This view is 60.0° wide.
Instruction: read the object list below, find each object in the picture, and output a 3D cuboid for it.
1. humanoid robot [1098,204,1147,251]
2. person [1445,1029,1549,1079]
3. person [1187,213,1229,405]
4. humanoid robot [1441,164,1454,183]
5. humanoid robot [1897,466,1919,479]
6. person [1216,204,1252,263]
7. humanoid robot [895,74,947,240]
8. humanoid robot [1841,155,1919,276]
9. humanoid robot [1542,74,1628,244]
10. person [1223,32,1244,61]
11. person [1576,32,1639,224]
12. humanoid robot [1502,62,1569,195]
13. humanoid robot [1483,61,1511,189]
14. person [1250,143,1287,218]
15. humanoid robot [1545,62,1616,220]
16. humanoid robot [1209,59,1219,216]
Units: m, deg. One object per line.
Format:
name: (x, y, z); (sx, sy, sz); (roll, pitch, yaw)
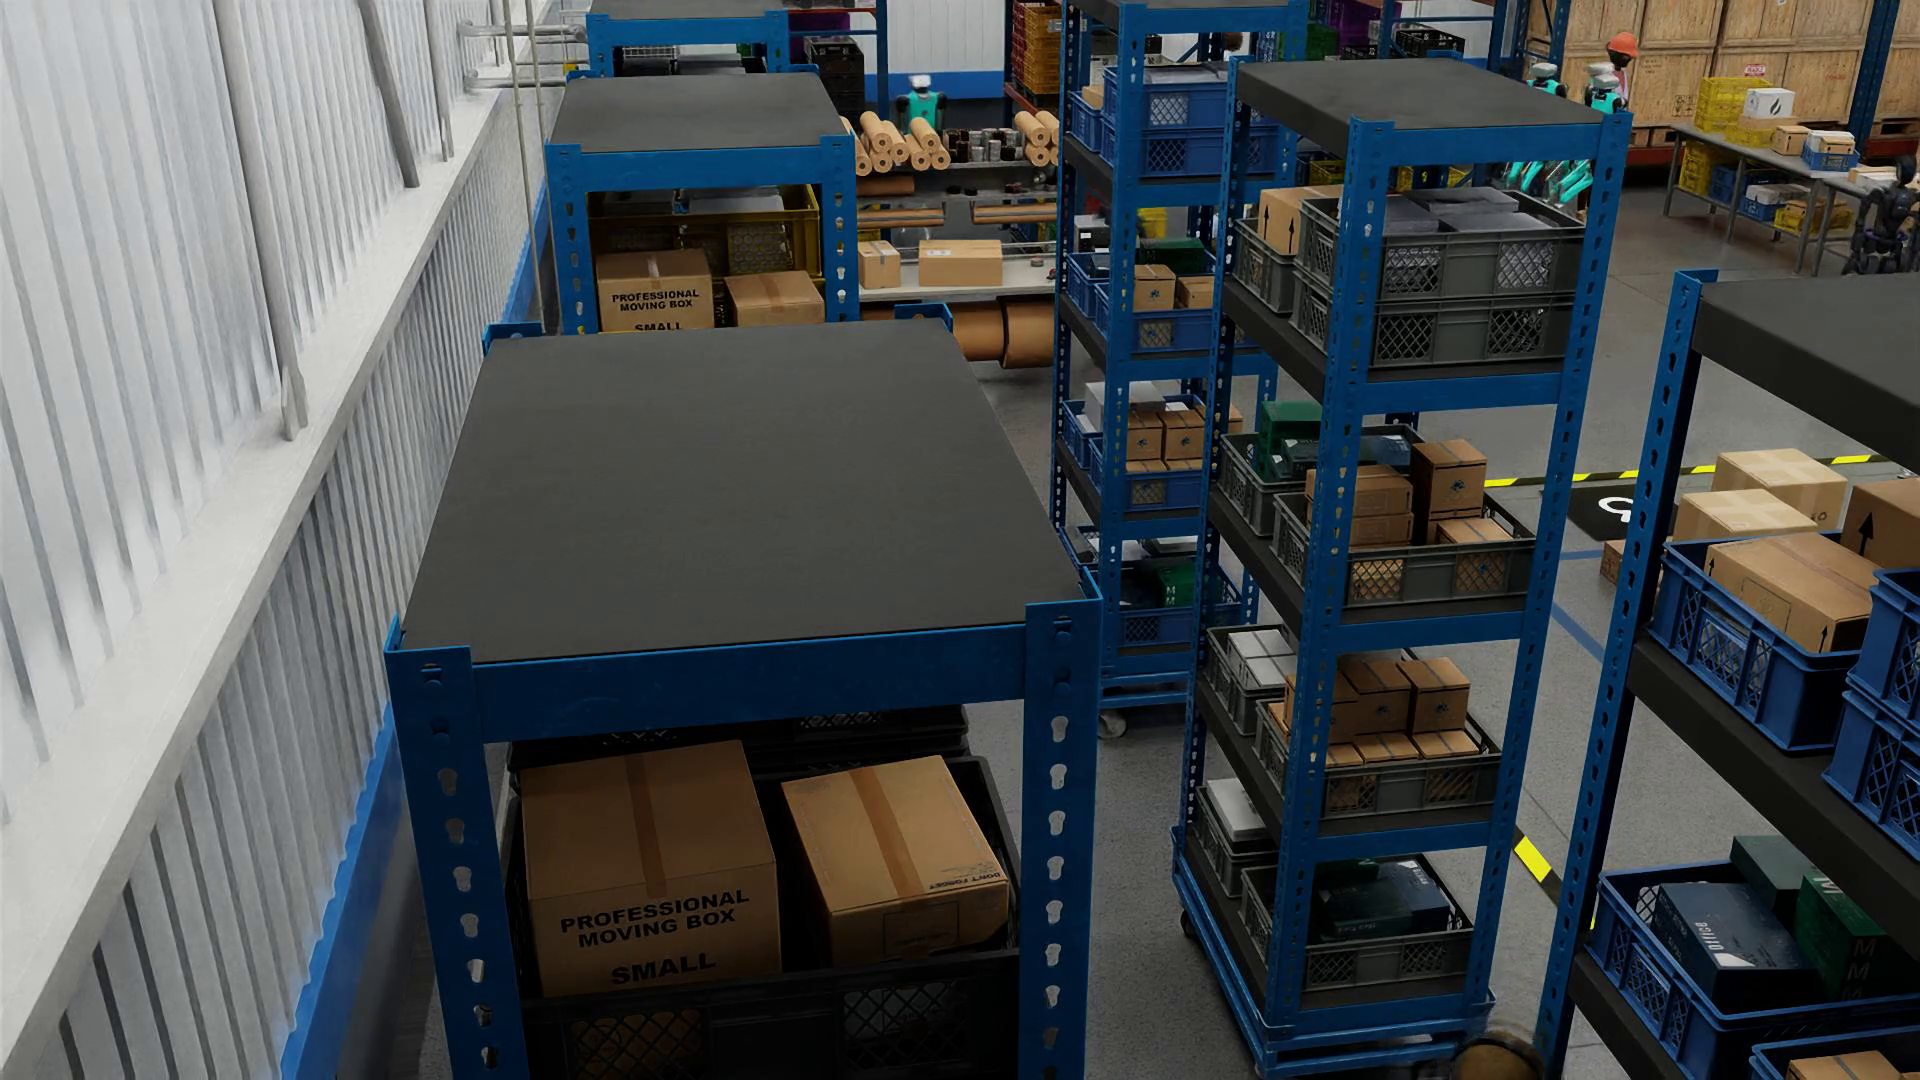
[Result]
humanoid robot: (1.294, -2.079, 13.143); (0.418, 1.646, 0.598); (-20, 31, -36)
person: (1.259, 1.930, 4.150); (0.636, 1.912, 0.838); (16, 29, 31)
person: (1.643, -1.279, 11.183); (0.365, 1.852, 0.590); (-5, 25, -10)
humanoid robot: (4.899, -3.963, 17.261); (0.608, 1.635, 0.683); (-5, 25, -11)
humanoid robot: (6.431, -1.143, 10.866); (0.735, 1.677, 0.533); (-11, 27, -22)
person: (2.502, -3.063, 15.090); (0.430, 1.835, 0.626); (2, 25, 4)
humanoid robot: (-0.480, -3.938, 17.138); (0.551, 1.790, 0.920); (-8, 26, -16)
humanoid robot: (7.735, -2.425, 13.970); (0.601, 1.639, 0.815); (3, 25, 6)
humanoid robot: (6.145, -3.758, 16.594); (0.746, 1.692, 0.530); (-8, 26, -18)
person: (3.086, -4.990, 19.253); (0.605, 1.865, 0.584); (-9, 26, -18)
person: (6.796, -4.279, 17.482); (0.375, 2.042, 0.604); (22, 32, 39)
humanoid robot: (5.842, -4.006, 17.219); (0.670, 1.768, 0.543); (-21, 32, -38)
humanoid robot: (5.848, -4.389, 18.231); (0.604, 1.634, 0.798); (-3, 25, -7)
person: (2.855, -3.286, 15.570); (0.404, 1.829, 0.599); (4, 25, 9)
humanoid robot: (6.463, -4.150, 17.592); (0.795, 1.799, 0.549); (20, 31, 37)
humanoid robot: (2.682, -4.036, 17.431); (0.558, 1.878, 0.788); (-7, 26, -15)
